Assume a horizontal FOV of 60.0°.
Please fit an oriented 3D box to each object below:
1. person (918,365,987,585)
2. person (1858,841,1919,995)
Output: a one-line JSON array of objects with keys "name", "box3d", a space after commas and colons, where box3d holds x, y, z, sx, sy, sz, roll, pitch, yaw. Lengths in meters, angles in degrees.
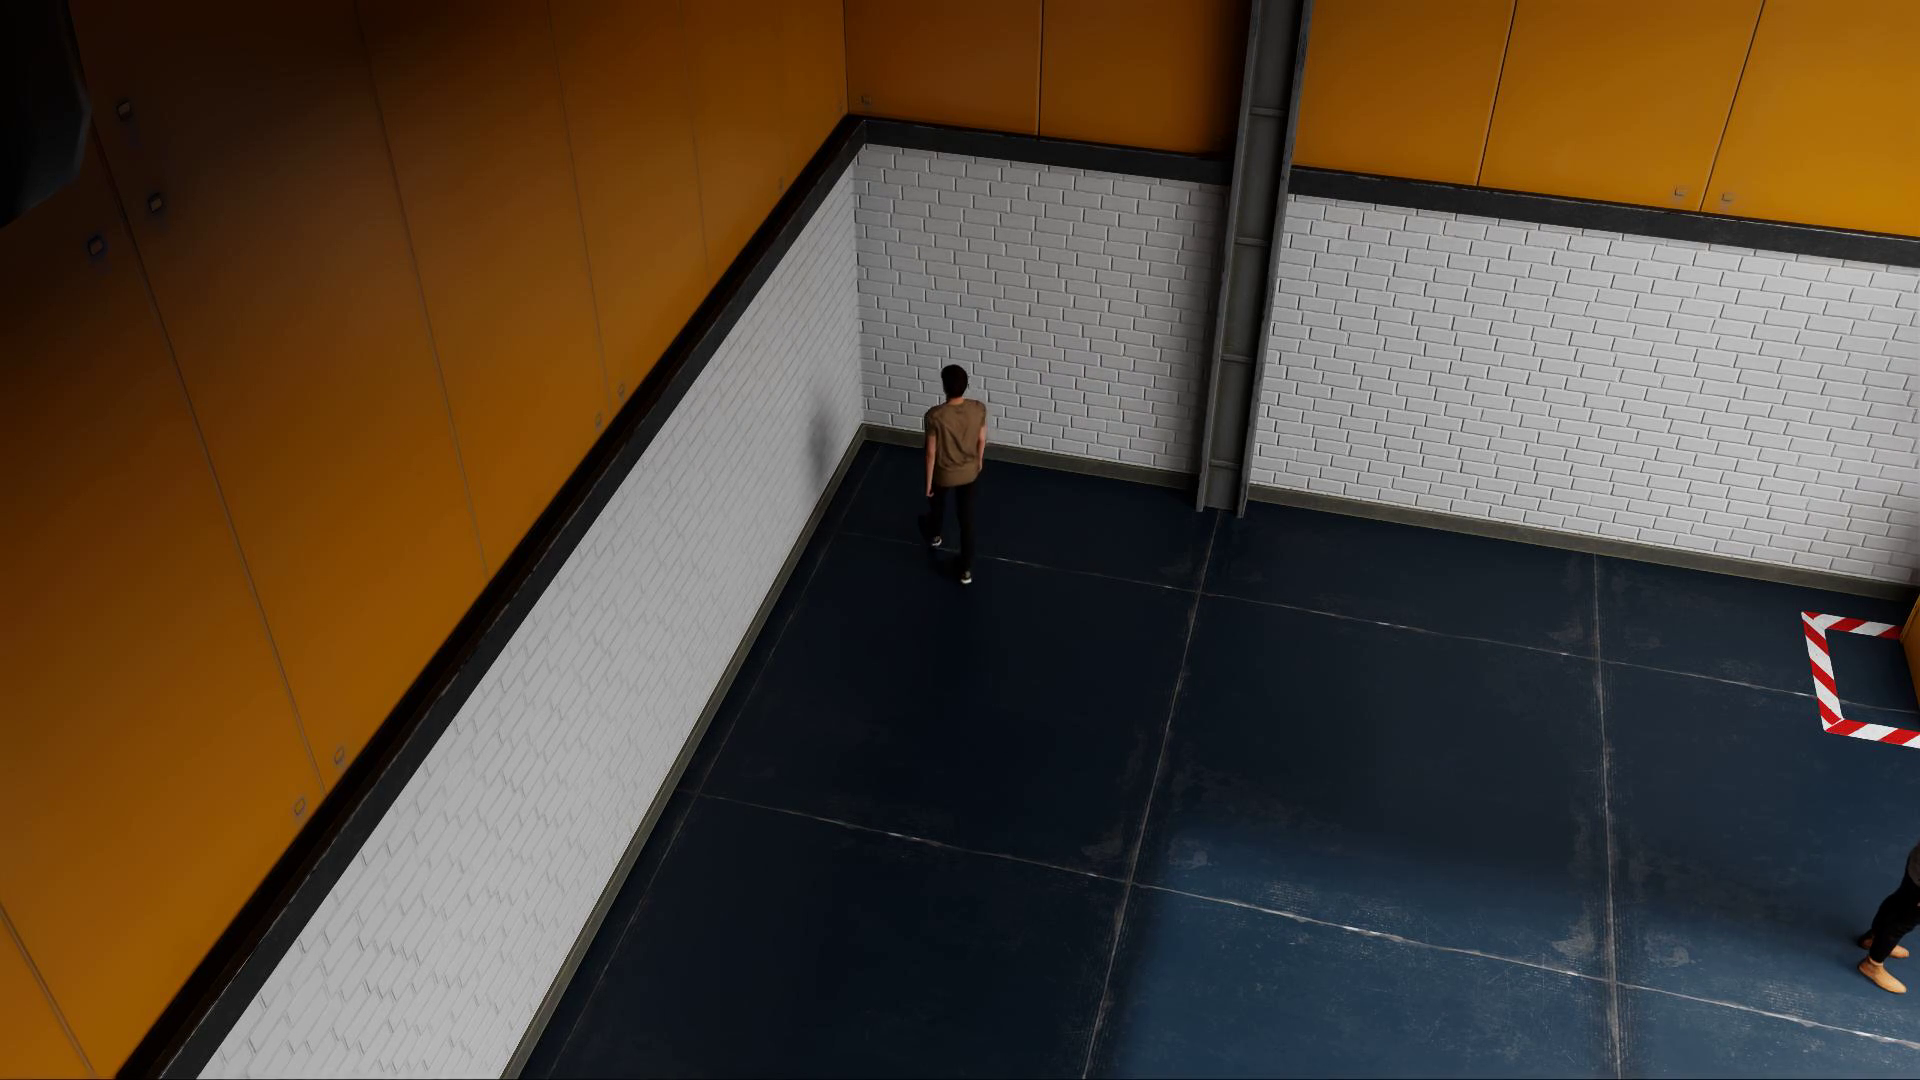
[{"name": "person", "box3d": [-0.014, -0.457, 12.647, 1.125, 1.823, 1.101, -12, 40, -14]}, {"name": "person", "box3d": [5.683, 1.931, 9.742, 0.629, 1.717, 0.662, 21, 43, 24]}]
